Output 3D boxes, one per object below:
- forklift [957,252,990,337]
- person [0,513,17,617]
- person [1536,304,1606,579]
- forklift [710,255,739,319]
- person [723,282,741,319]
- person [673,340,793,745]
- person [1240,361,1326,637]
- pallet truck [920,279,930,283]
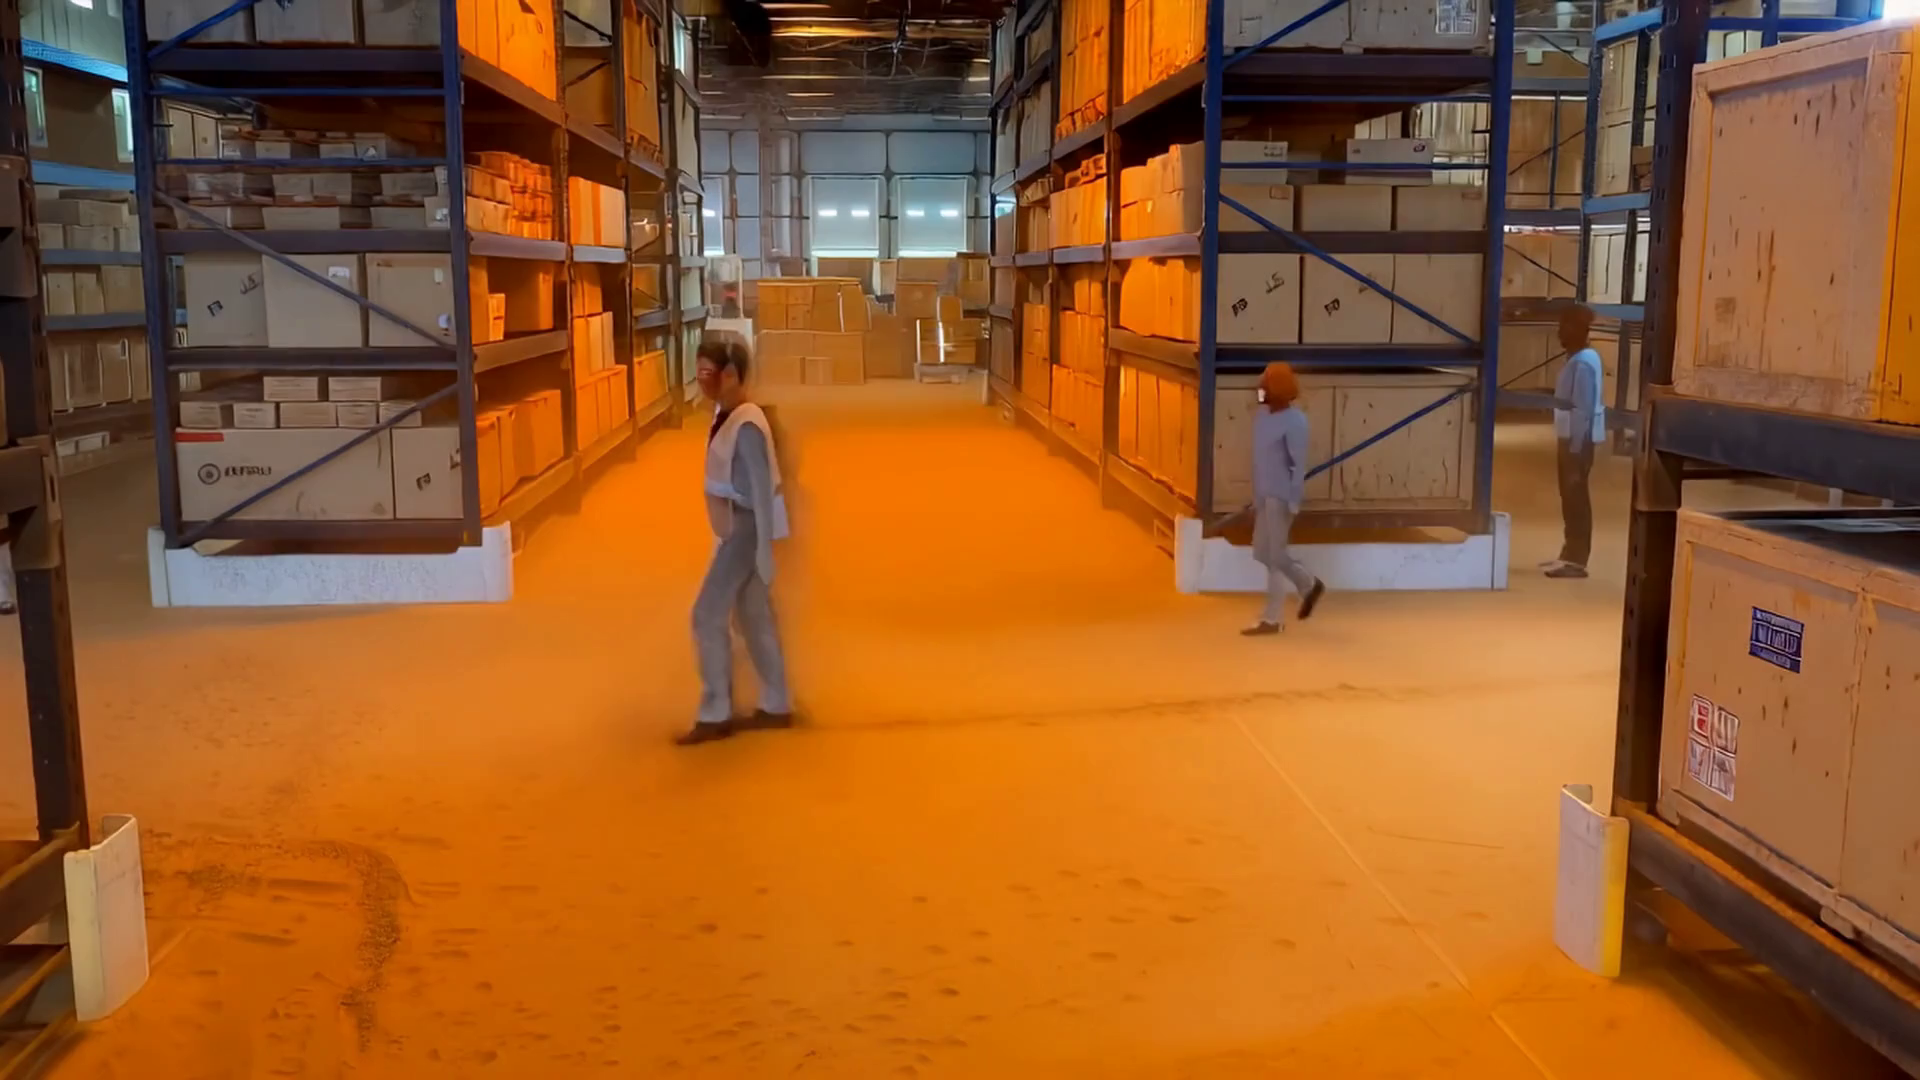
[{"bbox_3d":[0.387,-7.328,50.344,1.129,2.768,1.873,-1,9,-4],"label":"forklift"},{"bbox_3d":[-6.131,-0.354,10.547,0.502,1.605,0.782,-8,12,-41],"label":"person"},{"bbox_3d":[4.308,-0.686,11.645,0.383,1.918,0.597,2,9,12],"label":"person"},{"bbox_3d":[-8.368,-8.713,59.038,1.129,2.768,1.873,-1,9,-4],"label":"forklift"},{"bbox_3d":[-5.134,-4.728,36.871,0.772,1.968,0.626,3,9,16],"label":"person"},{"bbox_3d":[-1.090,0.009,7.582,0.723,1.819,0.562,-2,9,-14],"label":"person"},{"bbox_3d":[1.919,-0.238,9.756,0.535,1.621,0.499,-3,10,-19],"label":"person"},{"bbox_3d":[-0.932,-8.922,63.114,1.885,1.965,0.823,2,9,13],"label":"pallet truck"}]
